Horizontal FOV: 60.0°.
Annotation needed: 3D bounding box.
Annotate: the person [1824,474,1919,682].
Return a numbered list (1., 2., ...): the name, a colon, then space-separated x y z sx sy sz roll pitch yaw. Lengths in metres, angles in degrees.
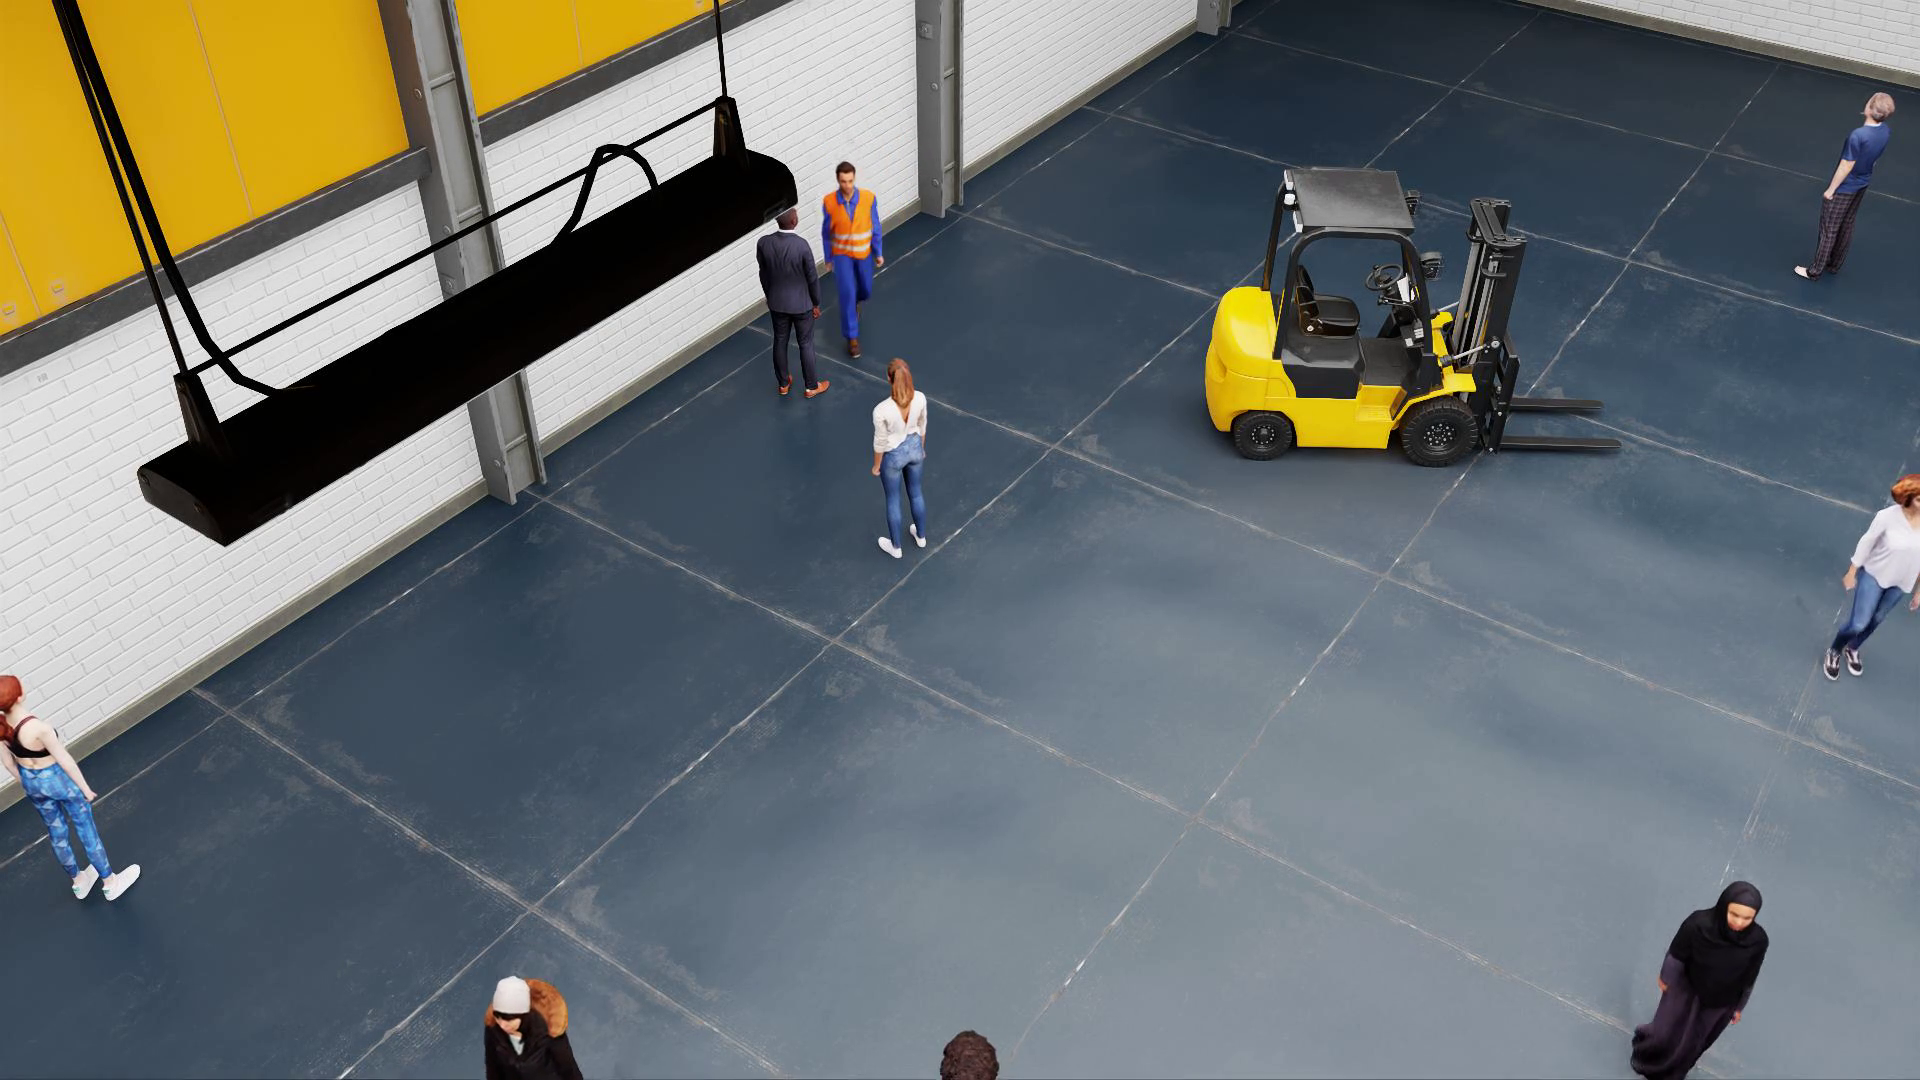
1. person: 6.391 0.189 11.514 0.748 1.698 0.769 3 39 4

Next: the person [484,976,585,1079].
1. person: -2.100 2.701 8.428 0.729 1.622 0.741 7 39 9

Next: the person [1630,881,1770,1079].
1. person: 3.979 2.338 8.894 0.754 1.609 0.856 8 39 10

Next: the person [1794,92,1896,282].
1. person: 8.463 -3.363 15.822 0.660 1.872 0.799 -18 42 -21

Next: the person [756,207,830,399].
1. person: -1.434 -2.033 14.196 0.756 1.824 0.709 12 40 14

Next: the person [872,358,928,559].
1. person: -0.438 -0.622 12.511 0.602 1.720 0.741 -21 43 -24

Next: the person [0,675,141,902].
1. person: -5.361 1.470 9.840 0.677 1.785 0.717 4 39 5

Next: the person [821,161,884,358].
1. person: -0.976 -2.572 14.855 1.063 1.843 1.094 -6 39 -7
